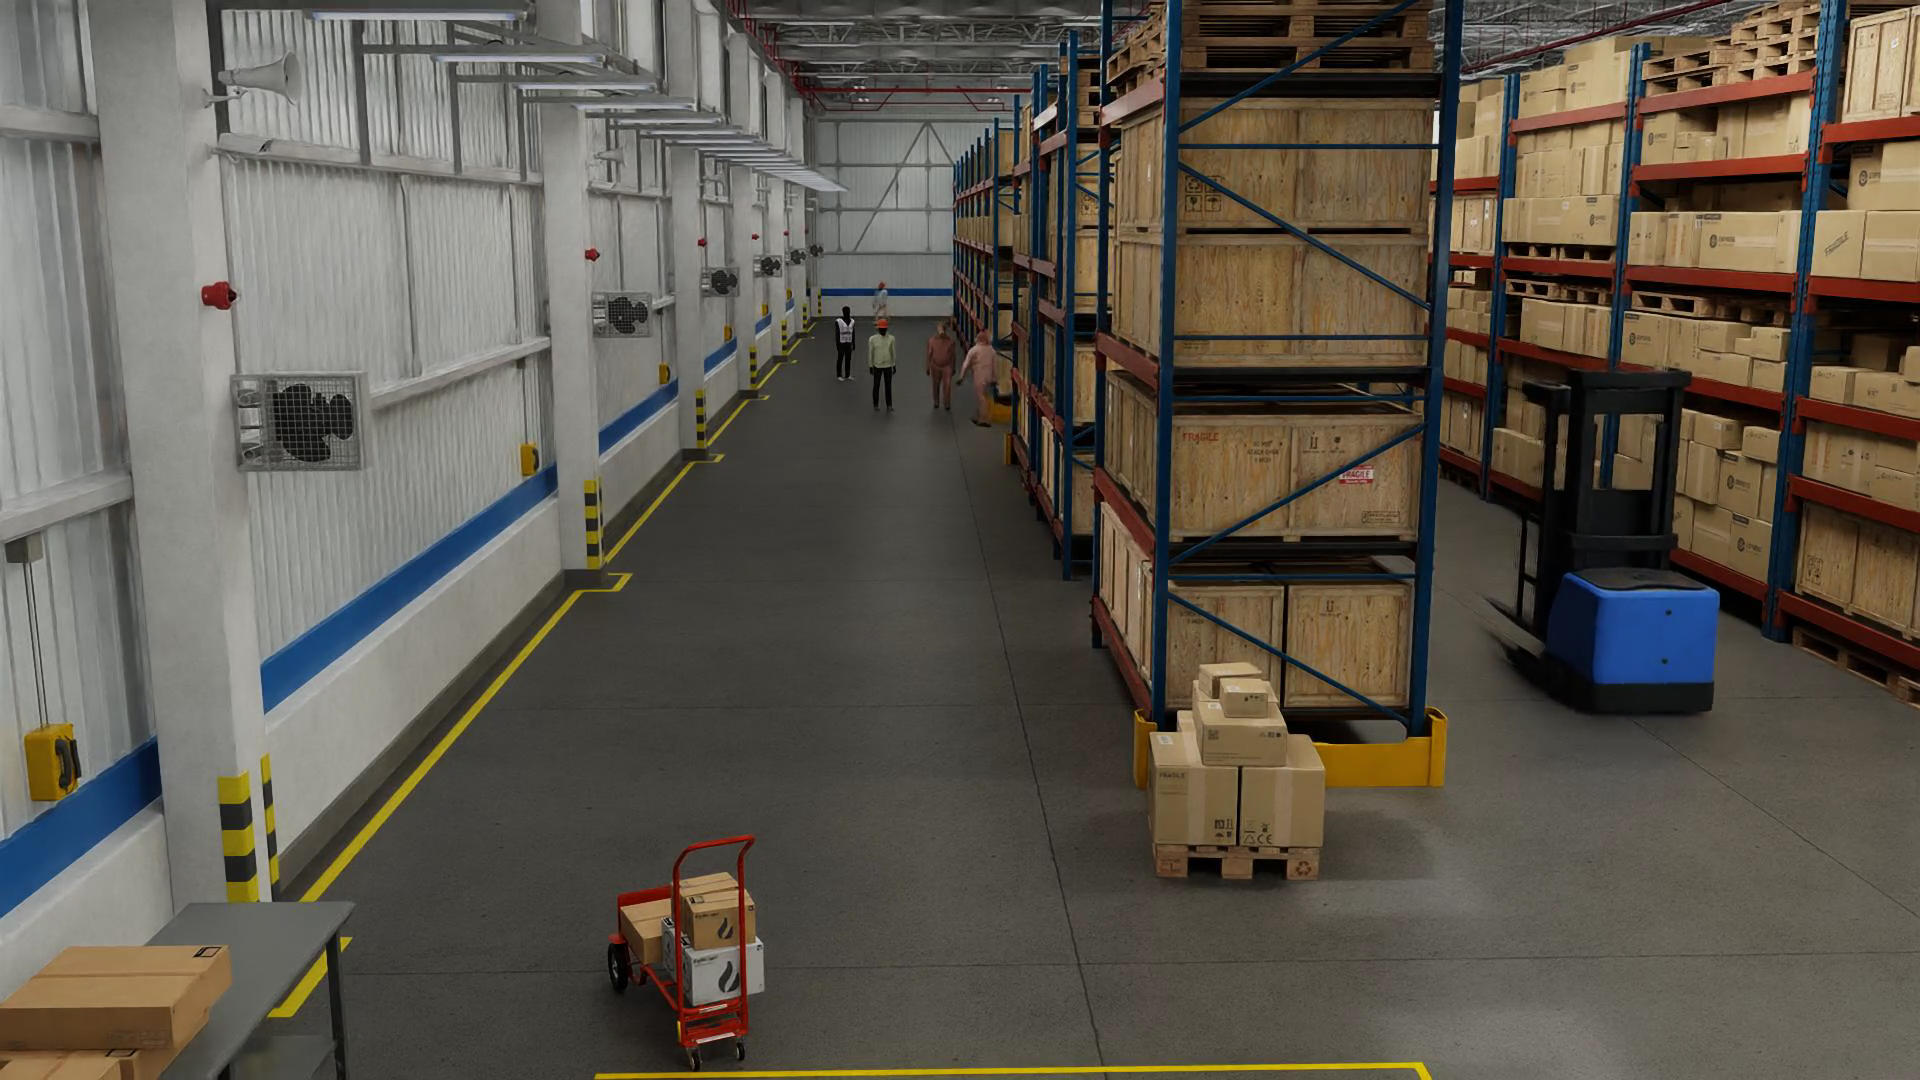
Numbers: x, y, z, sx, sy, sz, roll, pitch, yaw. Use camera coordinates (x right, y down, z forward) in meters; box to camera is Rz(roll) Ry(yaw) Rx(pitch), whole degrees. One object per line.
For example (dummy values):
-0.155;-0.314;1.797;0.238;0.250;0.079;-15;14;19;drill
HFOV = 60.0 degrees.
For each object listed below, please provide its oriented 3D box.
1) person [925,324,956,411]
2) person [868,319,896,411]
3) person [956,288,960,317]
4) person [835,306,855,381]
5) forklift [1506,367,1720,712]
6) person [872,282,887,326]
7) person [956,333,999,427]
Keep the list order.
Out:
-0.418;-3.738;35.989;0.669;1.859;1.006;-1;11;-6;person
-1.664;-3.757;35.736;0.617;1.986;0.408;-4;11;-18;person
-0.029;-8.842;62.333;0.452;1.927;0.594;-1;11;-3;person
-2.944;-5.020;42.516;0.586;1.909;0.394;-9;14;-39;person
5.657;-0.084;14.289;1.129;2.768;1.873;0;11;-2;forklift
-3.102;-9.150;64.461;0.648;1.723;0.430;6;12;27;person
0.352;-3.194;33.180;0.801;1.835;0.939;-9;14;-38;person
